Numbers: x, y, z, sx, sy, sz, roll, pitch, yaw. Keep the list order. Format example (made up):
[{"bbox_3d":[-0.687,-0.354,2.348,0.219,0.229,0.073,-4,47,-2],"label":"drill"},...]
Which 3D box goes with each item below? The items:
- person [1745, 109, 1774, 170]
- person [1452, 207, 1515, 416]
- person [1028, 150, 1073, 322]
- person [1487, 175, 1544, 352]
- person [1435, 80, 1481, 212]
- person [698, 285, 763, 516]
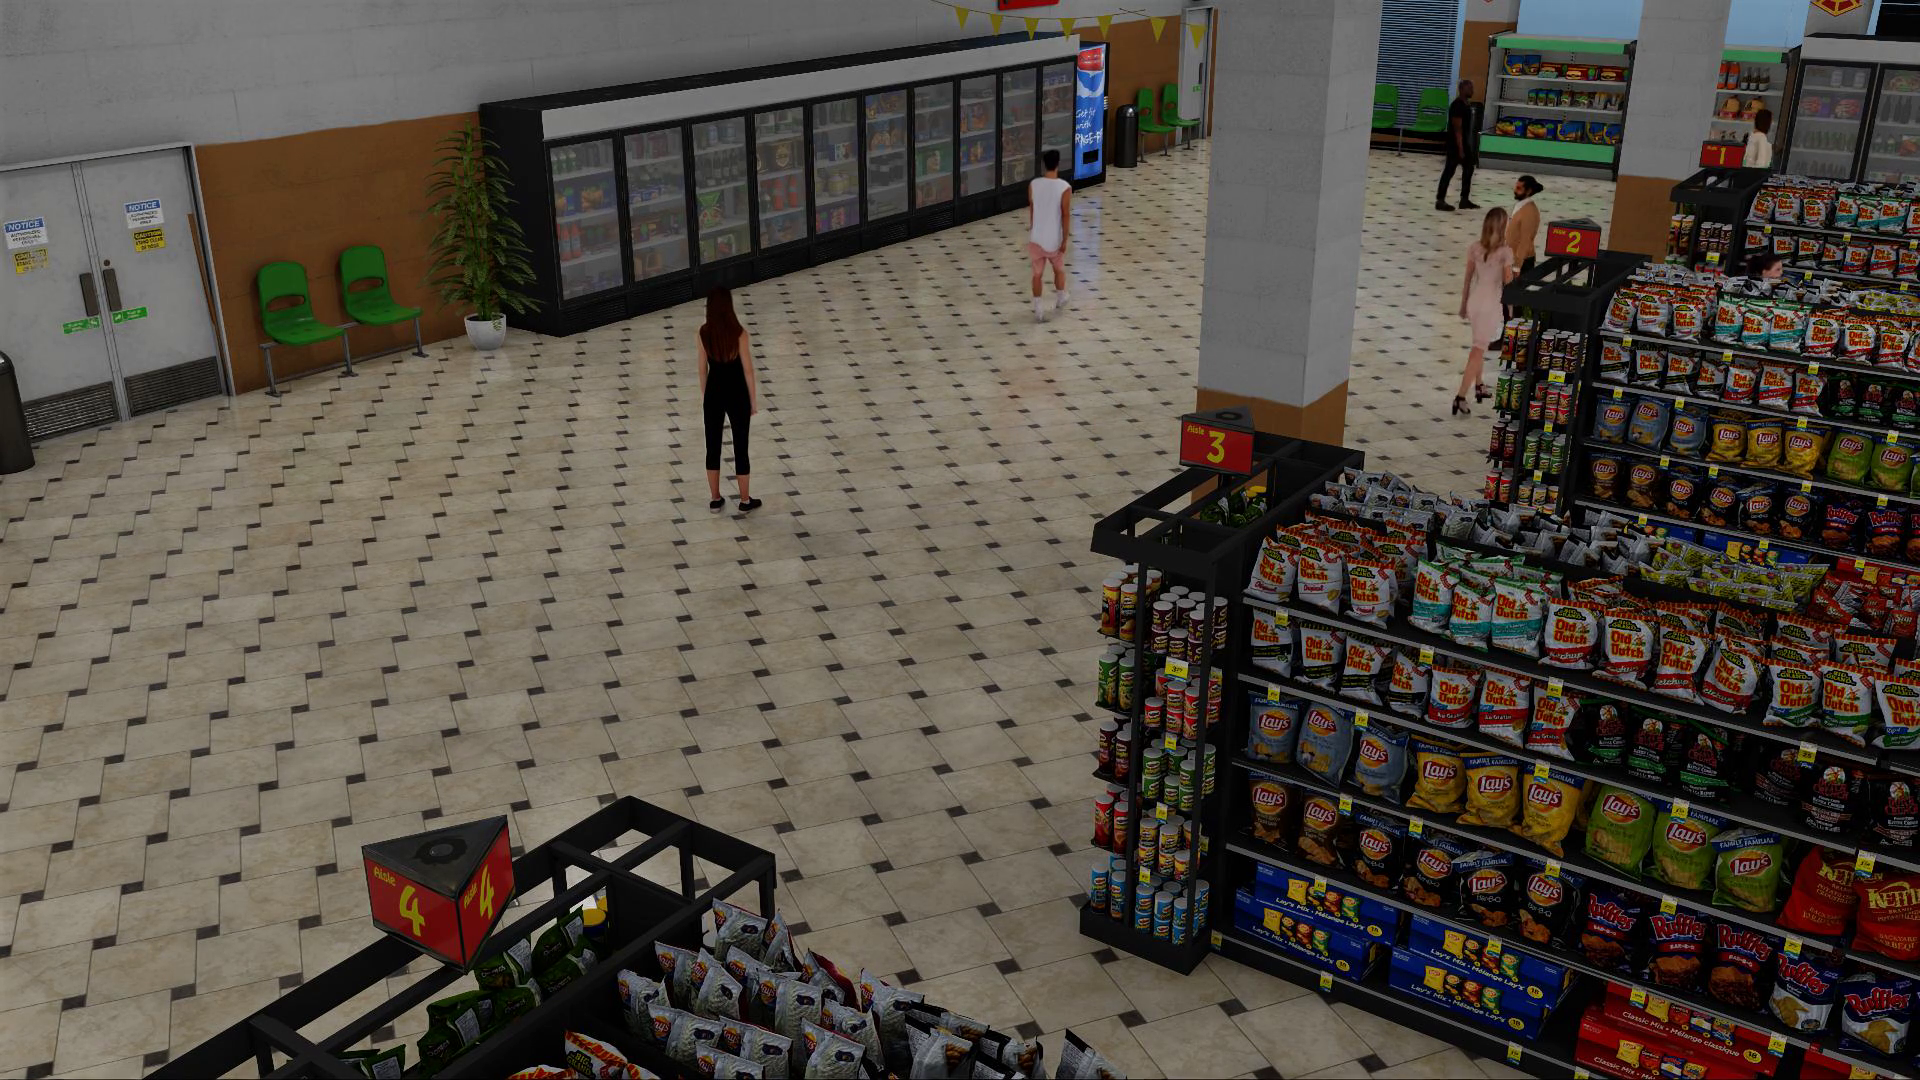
[{"bbox_3d":[10.172,-4.705,21.510,1.117,1.652,0.874,5,22,12],"label":"person"},{"bbox_3d":[4.492,-1.955,14.462,0.794,1.805,0.887,-15,26,-33],"label":"person"},{"bbox_3d":[0.892,-3.182,17.587,1.033,1.751,0.901,6,23,15],"label":"person"},{"bbox_3d":[5.586,-2.737,16.486,0.921,1.747,0.853,2,22,5],"label":"person"},{"bbox_3d":[6.890,-5.527,23.356,0.841,1.802,0.704,13,25,30],"label":"person"},{"bbox_3d":[-1.731,-1.035,12.278,0.572,1.726,0.700,4,22,11],"label":"person"}]
